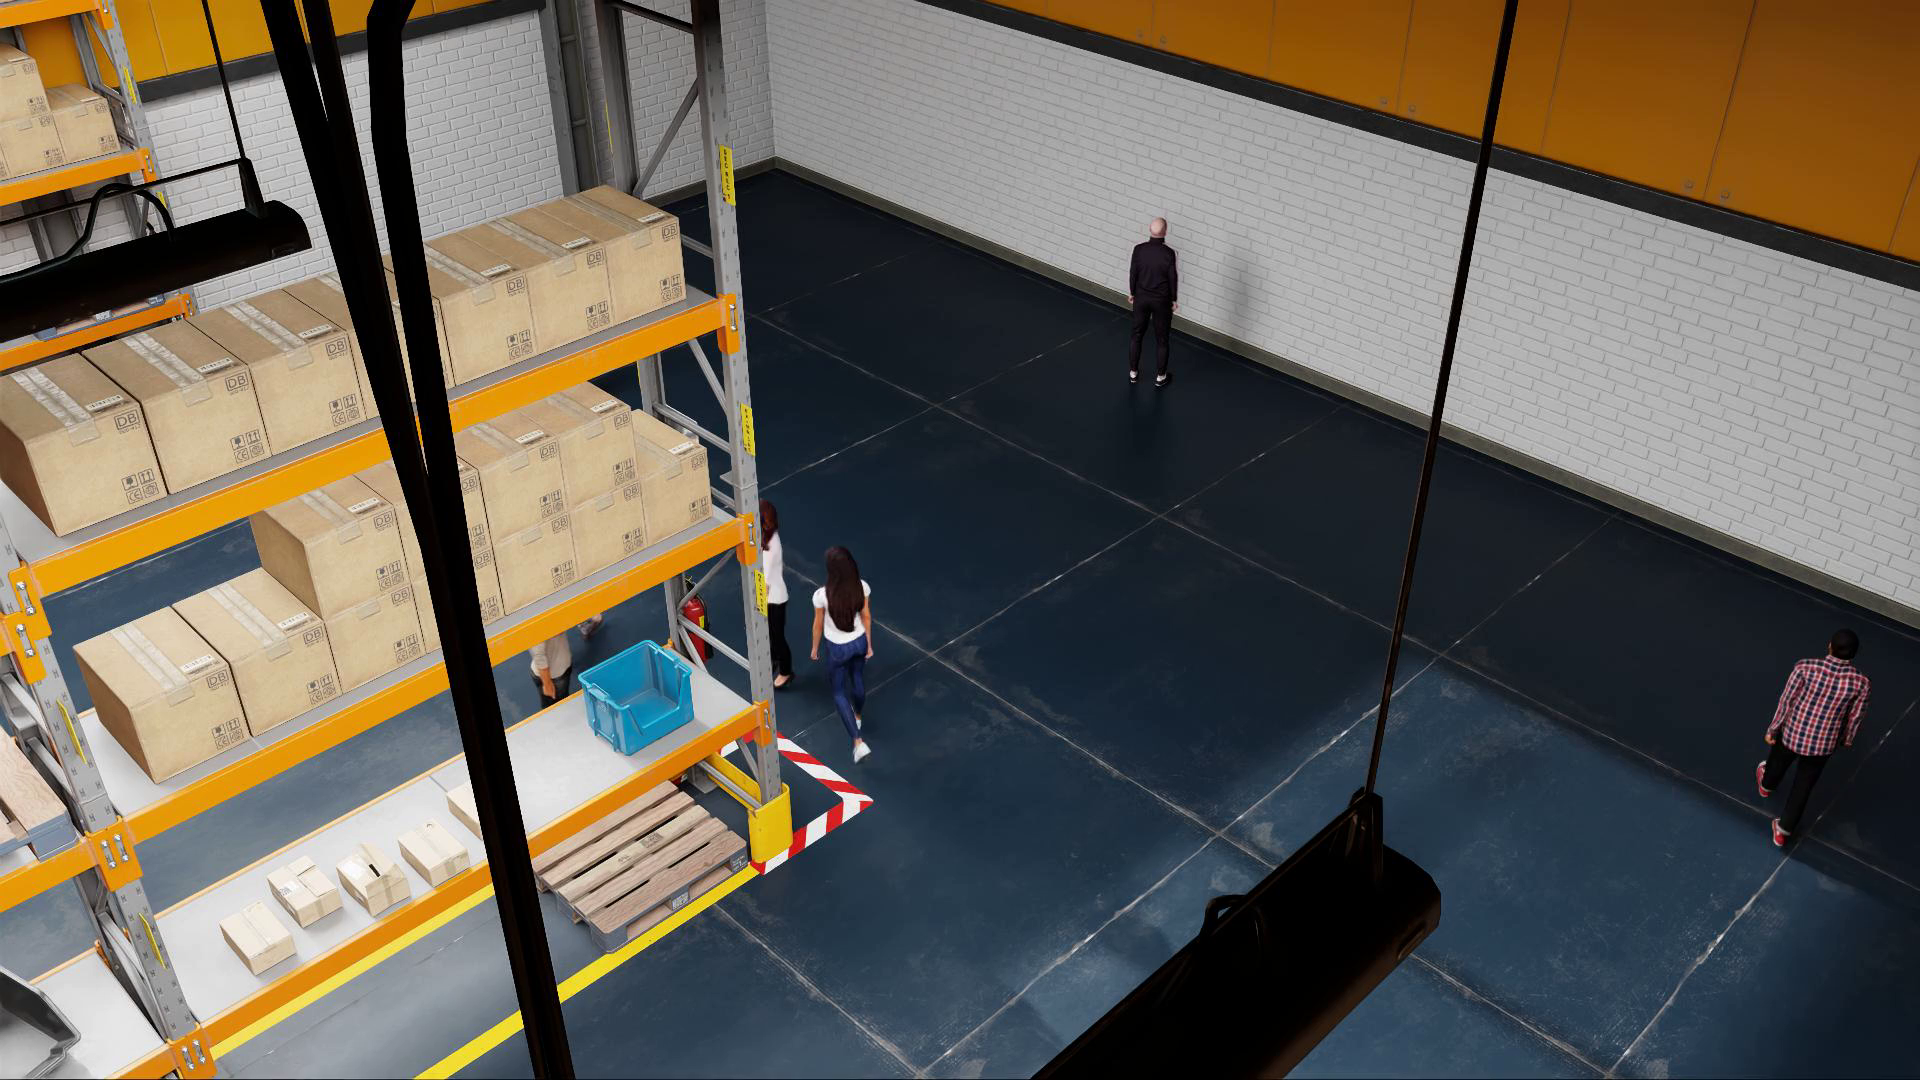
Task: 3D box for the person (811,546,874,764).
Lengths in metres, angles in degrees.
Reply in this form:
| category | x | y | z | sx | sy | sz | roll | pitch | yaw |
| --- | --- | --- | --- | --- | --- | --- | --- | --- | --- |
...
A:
| category | x | y | z | sx | sy | sz | roll | pitch | yaw |
| --- | --- | --- | --- | --- | --- | --- | --- | --- | --- |
| person | -0.830 | 0.865 | 12.322 | 1.029 | 1.754 | 0.851 | -14 | 36 | -20 |

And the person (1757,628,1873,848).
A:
| category | x | y | z | sx | sy | sz | roll | pitch | yaw |
| --- | --- | --- | --- | --- | --- | --- | --- | --- | --- |
| person | 5.896 | 1.390 | 11.546 | 0.956 | 1.739 | 1.141 | 13 | 36 | 19 |

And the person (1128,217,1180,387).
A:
| category | x | y | z | sx | sy | sz | roll | pitch | yaw |
| --- | --- | --- | --- | --- | --- | --- | --- | --- | --- |
| person | 2.001 | -2.475 | 17.271 | 0.764 | 1.837 | 0.735 | 12 | 35 | 17 |

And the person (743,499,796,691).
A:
| category | x | y | z | sx | sy | sz | roll | pitch | yaw |
| --- | --- | --- | --- | --- | --- | --- | --- | --- | --- |
| person | -1.384 | 0.438 | 12.936 | 0.718 | 1.785 | 0.702 | -11 | 35 | -15 |
